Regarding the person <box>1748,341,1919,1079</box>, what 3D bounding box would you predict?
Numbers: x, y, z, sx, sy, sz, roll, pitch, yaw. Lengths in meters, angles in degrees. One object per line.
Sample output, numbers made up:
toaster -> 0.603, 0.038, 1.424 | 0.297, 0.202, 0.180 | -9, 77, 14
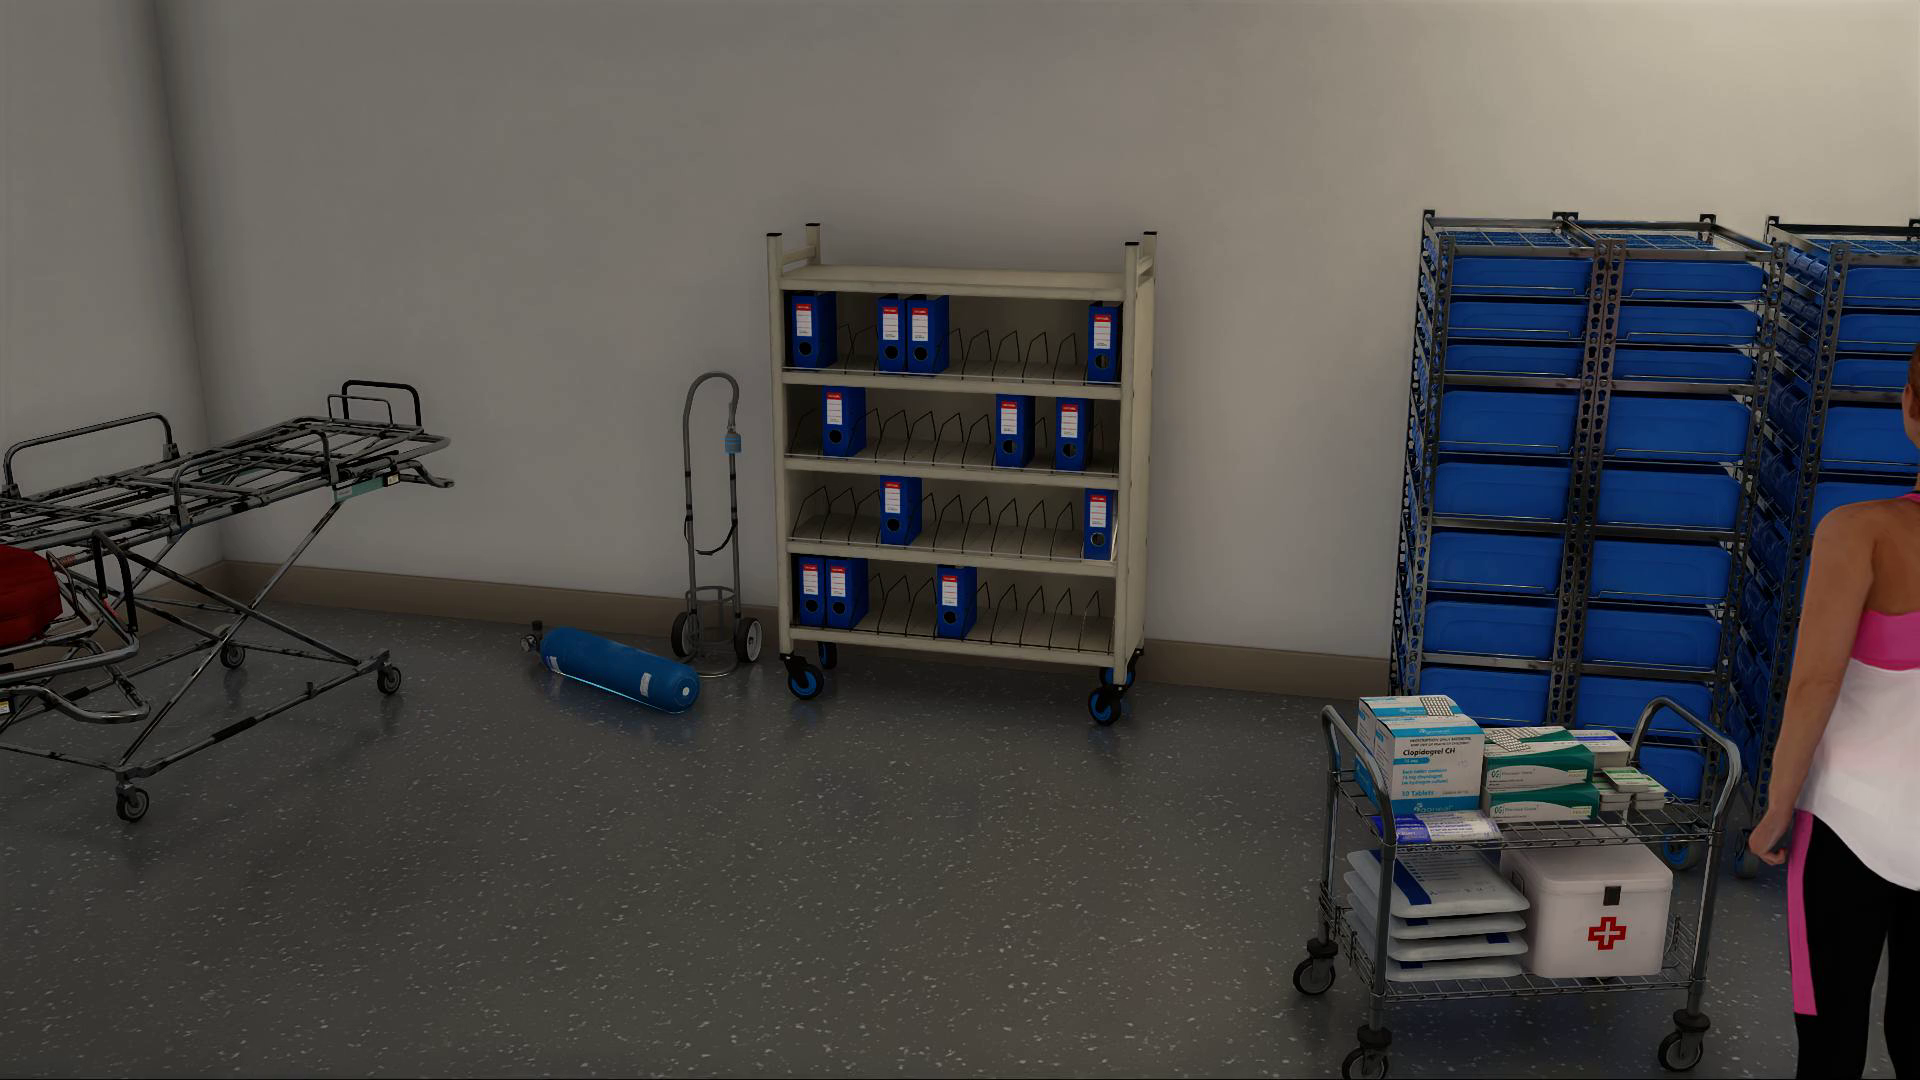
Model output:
person -> 1.587, 0.513, 2.810 | 0.666, 1.787, 0.611 | 0, 16, -1
